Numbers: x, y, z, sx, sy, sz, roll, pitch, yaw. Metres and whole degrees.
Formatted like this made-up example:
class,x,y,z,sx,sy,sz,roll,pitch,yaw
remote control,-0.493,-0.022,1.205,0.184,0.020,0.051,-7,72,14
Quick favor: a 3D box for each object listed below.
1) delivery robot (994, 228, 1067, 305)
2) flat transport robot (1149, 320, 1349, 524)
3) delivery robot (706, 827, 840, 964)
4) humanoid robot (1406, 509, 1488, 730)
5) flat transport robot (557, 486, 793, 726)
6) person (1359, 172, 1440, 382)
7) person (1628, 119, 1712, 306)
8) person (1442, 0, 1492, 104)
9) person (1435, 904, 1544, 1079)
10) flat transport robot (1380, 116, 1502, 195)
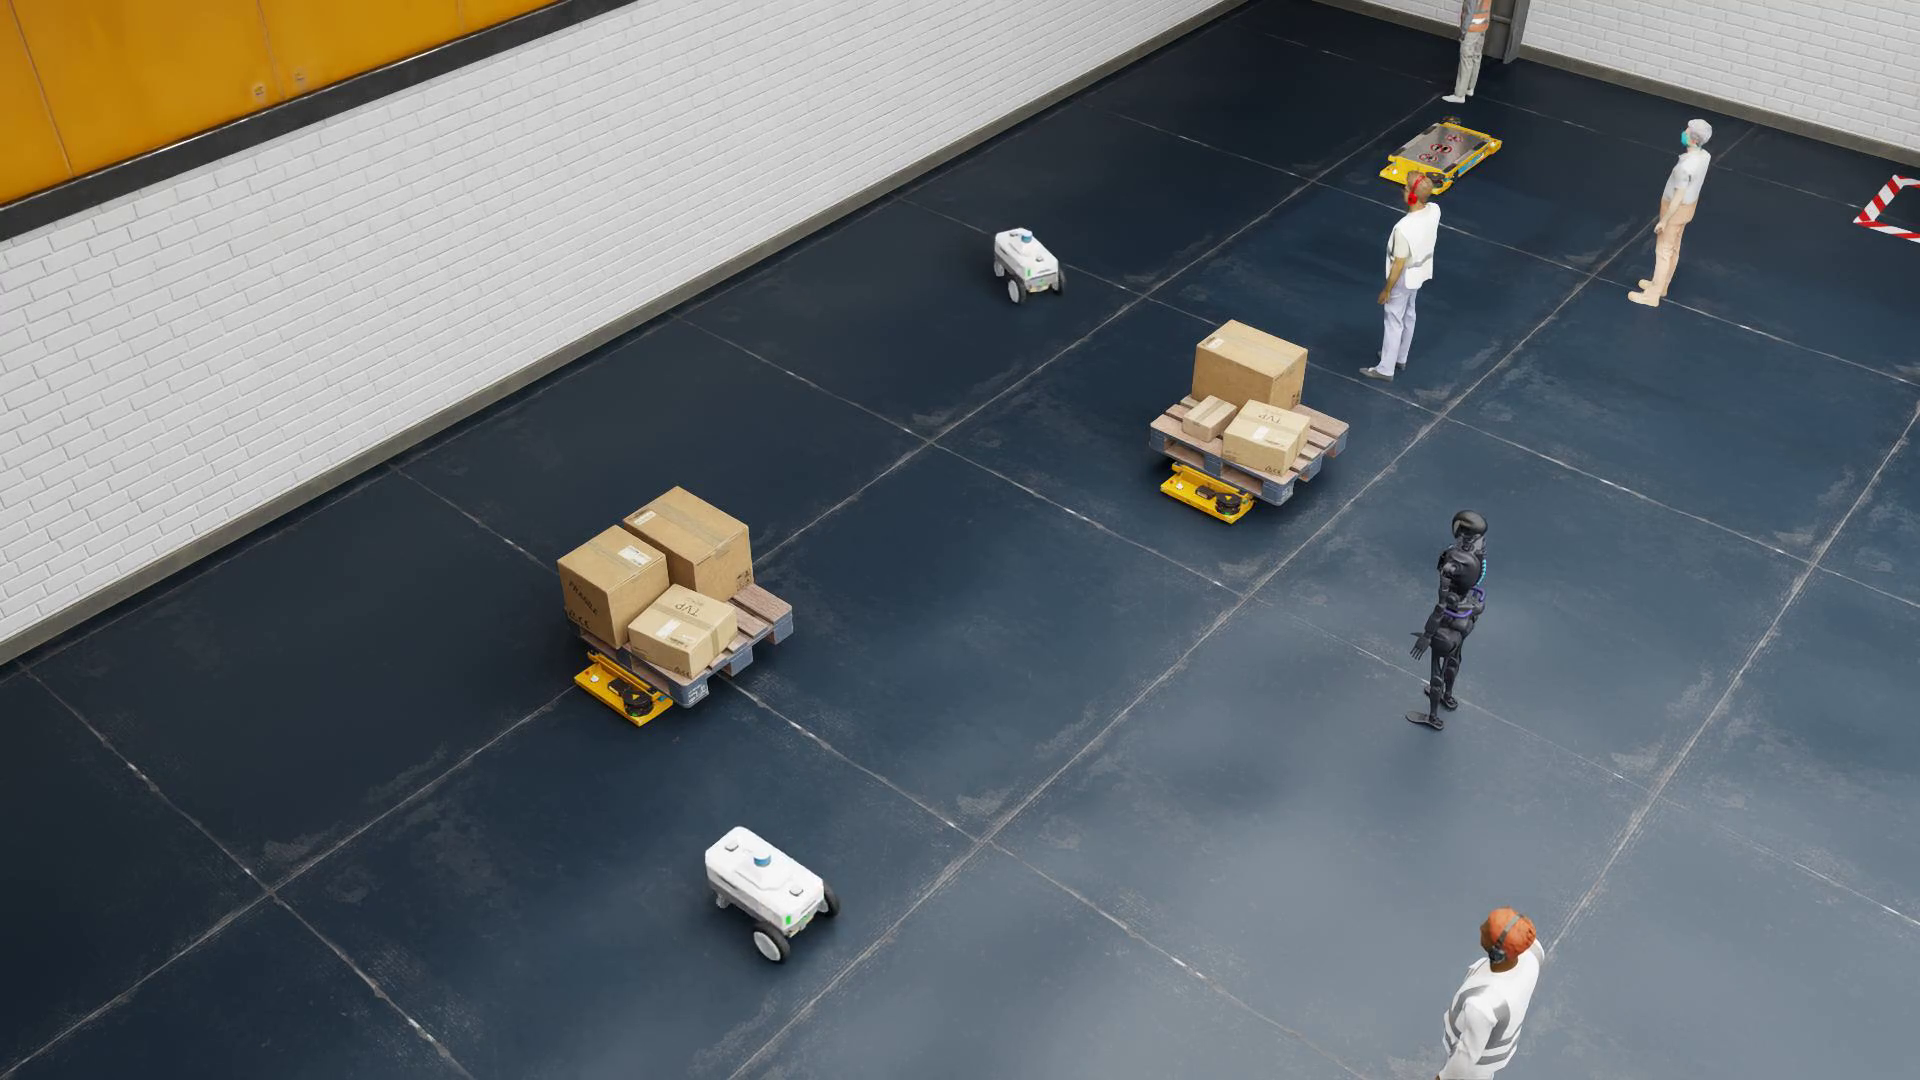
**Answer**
class,x,y,z,sx,sy,sz,roll,pitch,yaw
delivery robot,0.609,-2.532,15.207,0.499,0.601,0.805,-17,42,-20
flat transport robot,2.256,-0.645,13.087,0.659,0.231,1.431,28,46,30
delivery robot,-1.093,1.999,9.577,0.766,0.594,0.523,27,46,29
humanoid robot,3.107,0.493,10.541,0.315,1.657,0.599,28,46,30
flat transport robot,-1.887,0.697,11.421,0.659,0.231,1.431,28,46,30
person,3.665,-2.150,13.698,0.390,1.845,0.563,28,46,30
person,6.316,-2.900,14.706,0.320,1.749,0.475,28,46,30
person,5.594,-5.580,18.114,0.307,1.644,0.514,28,46,30
person,2.473,2.419,7.999,0.356,1.882,0.574,28,46,30
flat transport robot,4.999,-3.988,17.237,0.659,0.231,1.431,28,46,30
